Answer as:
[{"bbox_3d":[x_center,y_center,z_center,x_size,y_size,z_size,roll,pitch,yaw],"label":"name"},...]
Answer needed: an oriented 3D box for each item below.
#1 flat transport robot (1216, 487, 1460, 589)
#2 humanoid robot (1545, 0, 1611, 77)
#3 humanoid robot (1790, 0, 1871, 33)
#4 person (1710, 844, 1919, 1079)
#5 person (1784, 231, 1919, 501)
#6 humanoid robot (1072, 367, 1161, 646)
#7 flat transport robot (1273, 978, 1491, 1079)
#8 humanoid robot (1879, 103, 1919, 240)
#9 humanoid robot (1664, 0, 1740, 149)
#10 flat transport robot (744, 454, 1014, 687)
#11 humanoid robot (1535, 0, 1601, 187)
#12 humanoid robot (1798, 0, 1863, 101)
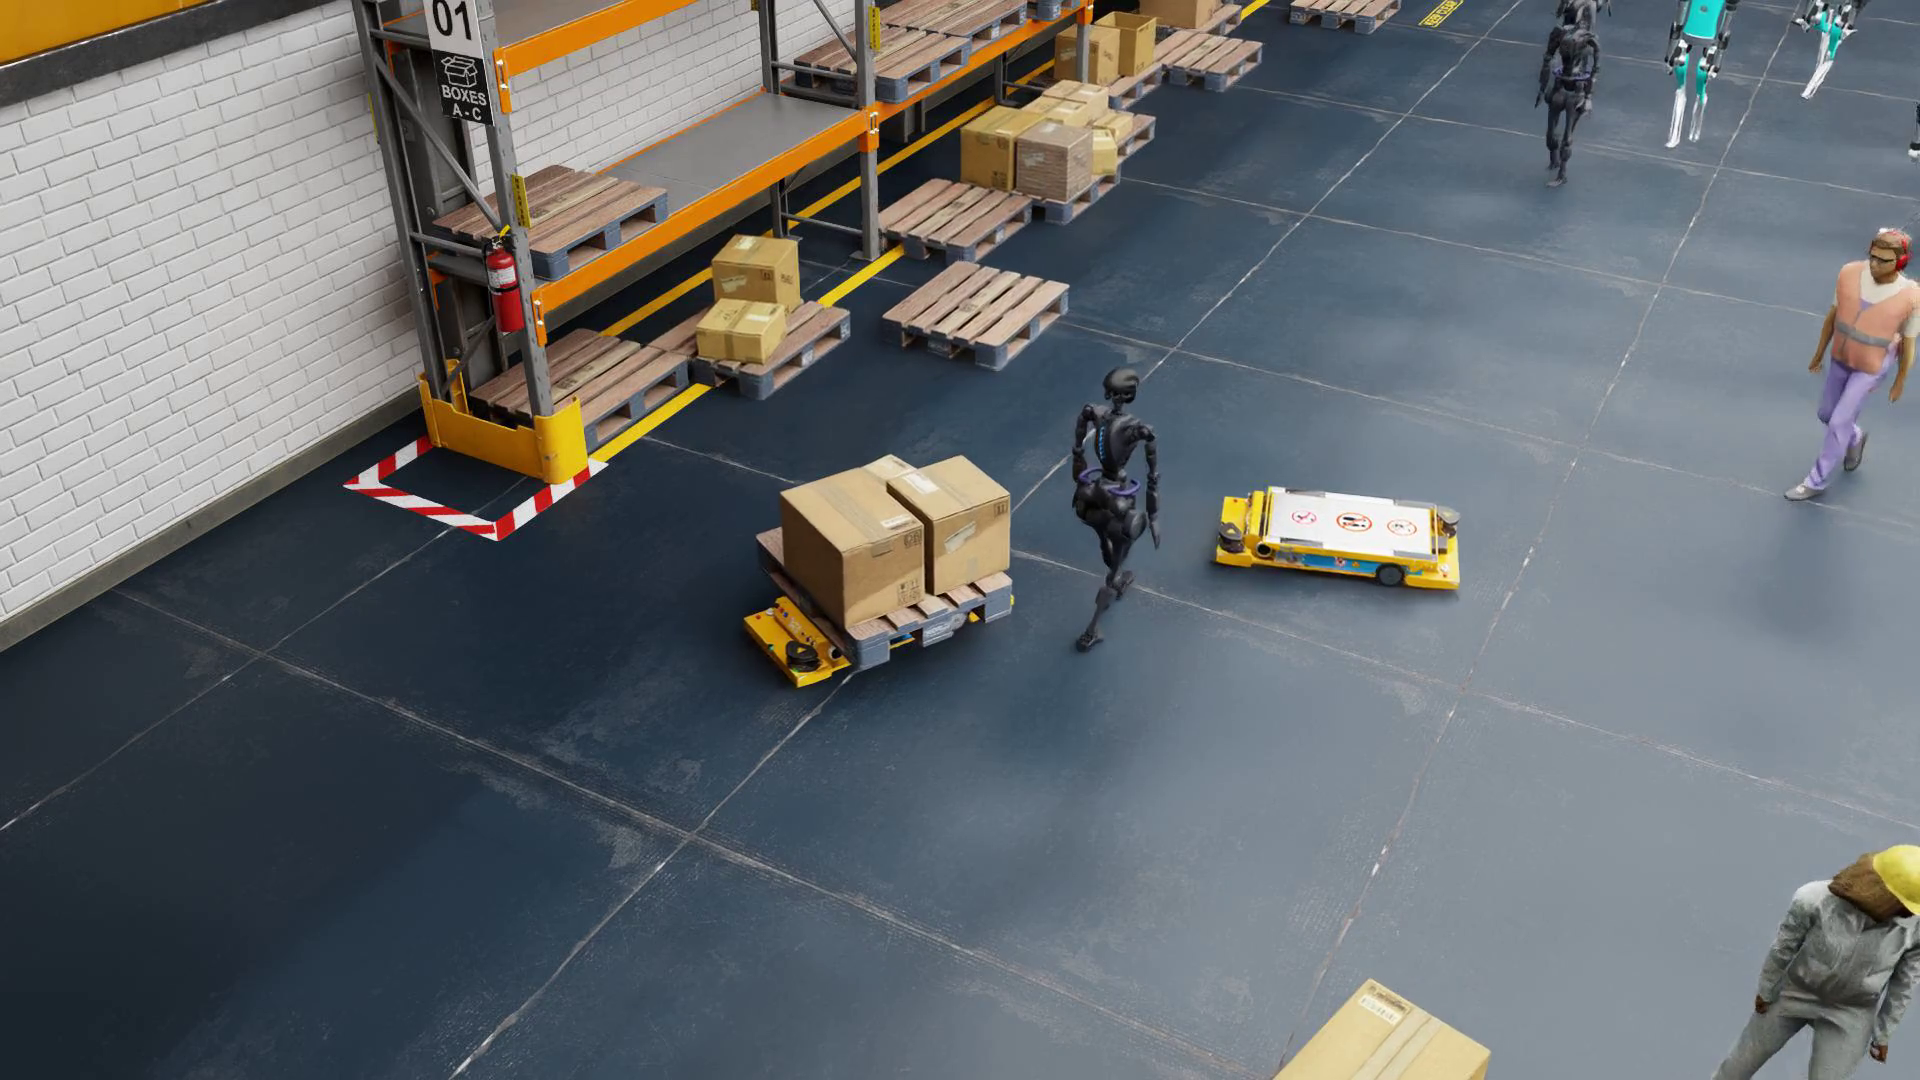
[{"bbox_3d":[2.315,-0.022,10.182,1.431,0.231,0.659,7,34,10],"label":"flat transport robot"},{"bbox_3d":[6.619,-5.775,17.656,0.588,1.635,0.772,-5,34,-7],"label":"humanoid robot"},{"bbox_3d":[10.036,-6.519,18.684,0.954,1.714,0.579,8,34,12],"label":"humanoid robot"},{"bbox_3d":[3.233,1.739,6.215,0.499,1.704,0.414,15,36,21],"label":"person"},{"bbox_3d":[5.676,-1.117,10.434,0.730,1.819,0.575,-15,36,-22],"label":"person"},{"bbox_3d":[0.859,-0.223,9.255,0.610,1.633,0.775,24,41,32],"label":"humanoid robot"},{"bbox_3d":[1.694,2.648,6.142,0.659,0.231,1.431,27,42,35],"label":"flat transport robot"},{"bbox_3d":[8.208,-3.214,13.726,0.544,1.835,0.773,-16,37,-22],"label":"humanoid robot"},{"bbox_3d":[7.007,-4.527,15.770,0.541,1.893,0.751,22,40,30],"label":"humanoid robot"},{"bbox_3d":[-0.460,0.380,9.574,1.431,0.231,0.659,-20,38,-27],"label":"flat transport robot"},{"bbox_3d":[5.530,-4.053,15.037,0.445,1.680,0.590,-23,40,-31],"label":"humanoid robot"},{"bbox_3d":[8.904,-5.329,16.906,0.540,1.745,1.021,28,42,35],"label":"humanoid robot"}]
